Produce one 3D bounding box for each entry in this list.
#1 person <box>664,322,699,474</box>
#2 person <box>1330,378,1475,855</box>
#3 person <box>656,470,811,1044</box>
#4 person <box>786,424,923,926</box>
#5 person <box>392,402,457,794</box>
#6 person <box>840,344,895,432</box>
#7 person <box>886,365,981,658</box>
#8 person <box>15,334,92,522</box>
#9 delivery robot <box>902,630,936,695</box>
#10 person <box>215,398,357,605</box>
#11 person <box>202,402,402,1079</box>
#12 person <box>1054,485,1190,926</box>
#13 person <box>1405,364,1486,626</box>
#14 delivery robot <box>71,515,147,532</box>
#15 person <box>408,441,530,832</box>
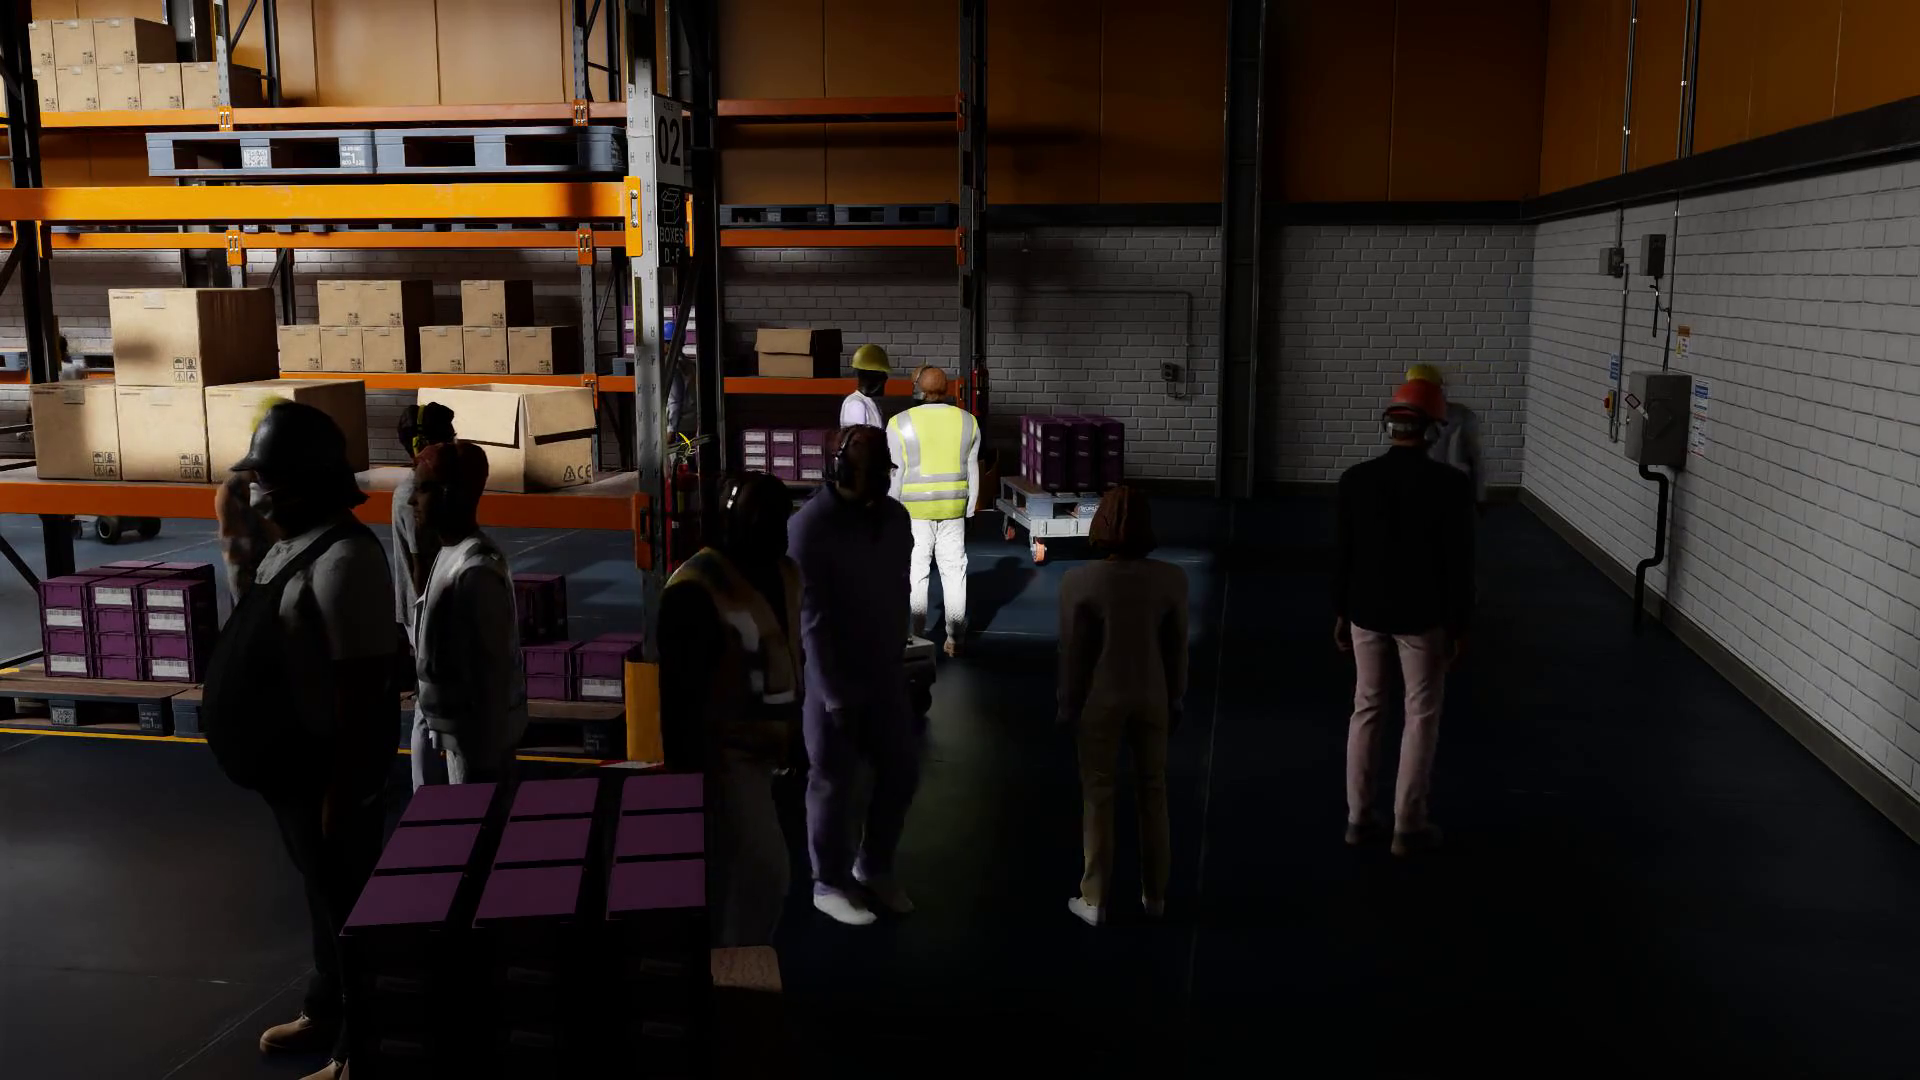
[{"bbox_3d":[-2.626,-1.057,15.525,0.404,1.948,0.605,1,9,5],"label":"person"},{"bbox_3d":[1.853,0.313,6.966,0.631,1.970,0.462,7,12,38],"label":"person"},{"bbox_3d":[-0.663,0.674,5.207,0.589,1.806,0.645,3,9,15],"label":"person"},{"bbox_3d":[-0.376,0.509,6.056,0.650,1.877,0.508,-9,13,-44],"label":"person"},{"bbox_3d":[-2.212,0.352,7.034,0.328,1.872,0.514,-3,10,-17],"label":"person"},{"bbox_3d":[-0.627,-0.374,11.375,0.382,1.920,0.585,1,9,6],"label":"person"},{"bbox_3d":[-0.183,-0.164,10.324,0.626,1.843,0.429,-4,10,-21],"label":"person"},{"bbox_3d":[-8.782,-1.084,16.111,0.963,1.818,0.536,3,10,18],"label":"person"},{"bbox_3d":[-0.427,0.617,9.161,0.477,0.478,0.707,-6,11,-31],"label":"delivery robot"},{"bbox_3d":[-2.904,0.300,7.362,0.653,1.861,0.797,-6,11,-33],"label":"person"},{"bbox_3d":[-1.917,0.615,4.871,0.535,2.000,0.674,-6,11,-31],"label":"person"},{"bbox_3d":[0.597,0.613,6.141,0.507,1.633,0.278,-2,9,-12],"label":"person"},{"bbox_3d":[3.266,-0.311,11.417,0.619,1.783,0.572,9,13,44],"label":"person"},{"bbox_3d":[-7.672,-0.320,14.974,0.707,0.478,0.477,4,10,23],"label":"delivery robot"},{"bbox_3d":[-1.564,0.623,5.311,0.361,1.883,0.574,-4,10,-23],"label":"person"}]
